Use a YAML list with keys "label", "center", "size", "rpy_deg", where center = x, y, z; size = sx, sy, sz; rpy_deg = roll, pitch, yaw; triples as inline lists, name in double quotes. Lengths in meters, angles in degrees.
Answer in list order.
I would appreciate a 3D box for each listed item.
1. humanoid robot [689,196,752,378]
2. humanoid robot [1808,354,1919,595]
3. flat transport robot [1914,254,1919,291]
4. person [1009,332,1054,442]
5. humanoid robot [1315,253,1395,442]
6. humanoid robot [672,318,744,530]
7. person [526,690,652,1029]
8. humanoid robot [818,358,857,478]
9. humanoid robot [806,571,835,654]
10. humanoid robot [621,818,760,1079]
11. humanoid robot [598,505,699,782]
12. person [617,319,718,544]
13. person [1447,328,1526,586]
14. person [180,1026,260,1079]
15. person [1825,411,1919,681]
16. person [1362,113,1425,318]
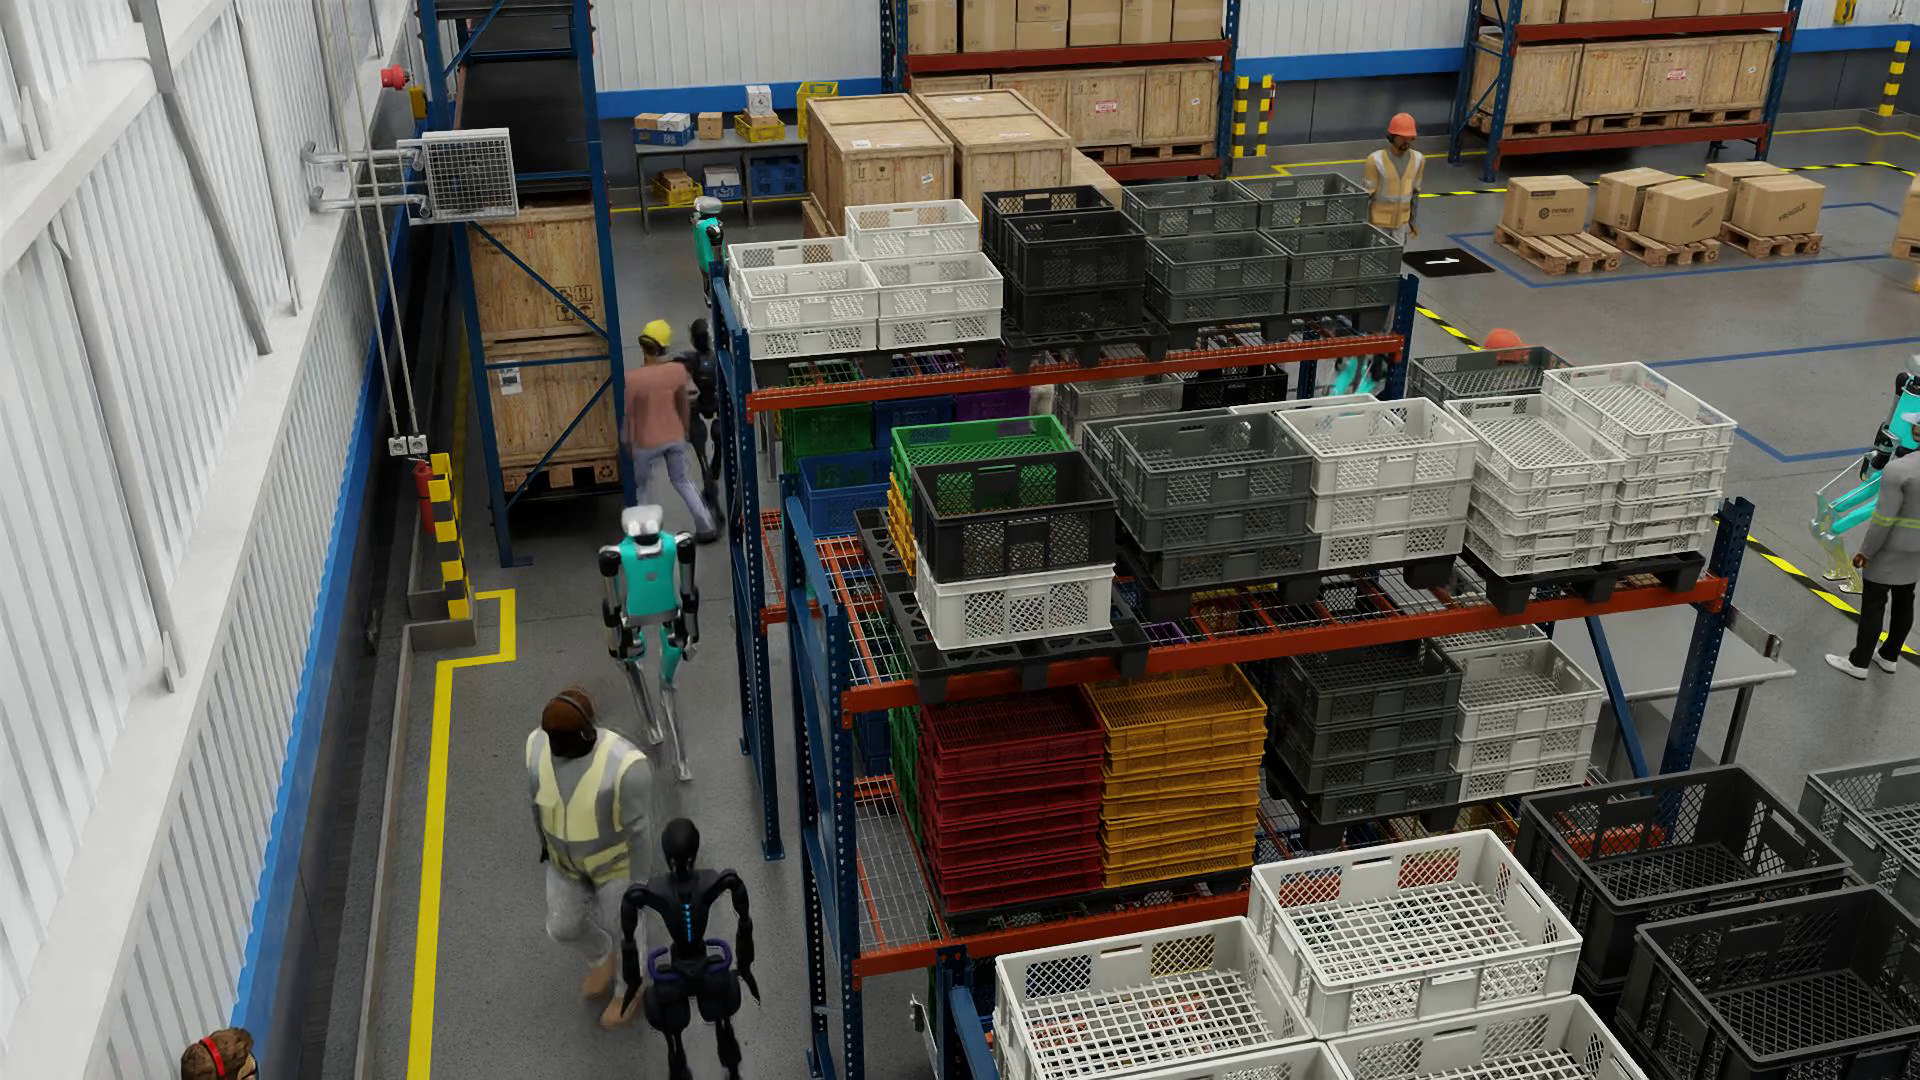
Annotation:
- label: "humanoid robot"
  center: [-1.942, -2.201, 14.502]
  size: [0.735, 1.677, 0.533]
  rpy_deg: [-15, 31, -26]
- label: "humanoid robot"
  center: [6.067, -0.429, 11.147]
  size: [0.735, 1.672, 0.533]
  rpy_deg: [-1, 28, -2]
- label: "flat transport robot"
  center: [10.419, -2.857, 17.437]
  size: [0.652, 0.197, 1.431]
  rpy_deg: [14, 31, 25]
- label: "person"
  center: [0.433, -0.629, 11.565]
  size: [0.504, 1.837, 0.336]
  rpy_deg: [20, 34, 33]
- label: "humanoid robot"
  center: [2.968, -1.278, 12.978]
  size: [0.843, 1.848, 0.560]
  rpy_deg: [-23, 36, -37]
- label: "humanoid robot"
  center: [-1.847, -0.890, 12.277]
  size: [0.613, 1.618, 0.717]
  rpy_deg: [-6, 28, -11]
- label: "person"
  center: [-1.677, 1.451, 7.624]
  size: [0.652, 1.822, 0.435]
  rpy_deg: [8, 29, 16]
- label: "humanoid robot"
  center: [-0.746, -0.548, 11.574]
  size: [0.601, 1.648, 0.485]
  rpy_deg: [17, 32, 29]
- label: "humanoid robot"
  center: [-0.813, -0.008, 10.520]
  size: [0.793, 1.802, 0.557]
  rpy_deg: [-10, 29, -18]
- label: "humanoid robot"
  center: [-1.146, 1.853, 7.015]
  size: [0.588, 1.655, 0.356]
  rpy_deg: [-8, 29, -15]
- label: "humanoid robot"
  center: [-1.785, 0.499, 9.514]
  size: [0.530, 1.766, 0.823]
  rpy_deg: [-10, 29, -18]
- label: "person"
  center: [-2.155, -0.723, 11.853]
  size: [0.602, 1.725, 0.525]
  rpy_deg: [-19, 33, -32]
- label: "person"
  center: [3.490, -0.551, 11.331]
  size: [0.711, 1.916, 0.557]
  rpy_deg: [21, 34, 34]
- label: "person"
  center: [-2.451, 2.445, 5.730]
  size: [0.389, 1.836, 0.563]
  rpy_deg: [-19, 33, -31]
- label: "person"
  center: [5.823, 0.006, 10.336]
  size: [0.597, 1.850, 0.386]
  rpy_deg: [-8, 29, -15]
- label: "person"
  center: [4.130, -3.073, 15.973]
  size: [0.604, 2.048, 0.366]
  rpy_deg: [-7, 29, -12]
